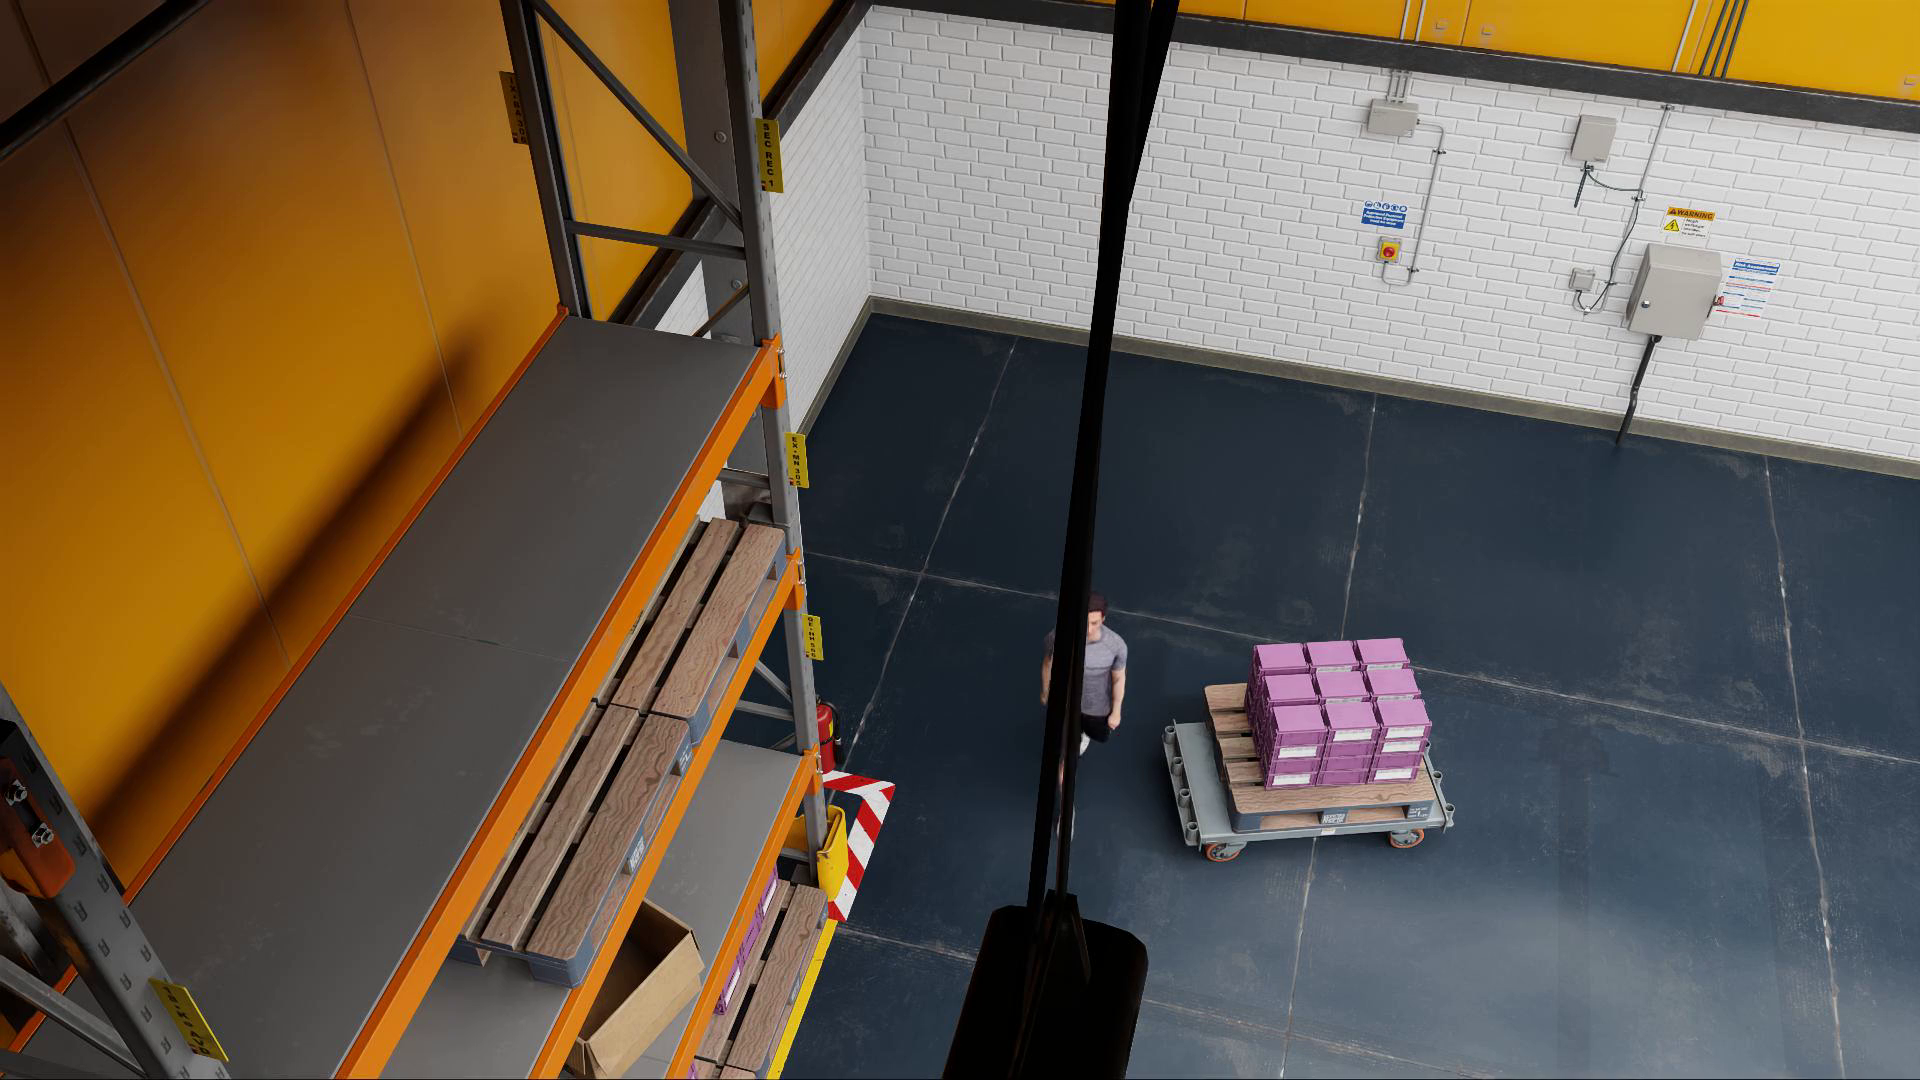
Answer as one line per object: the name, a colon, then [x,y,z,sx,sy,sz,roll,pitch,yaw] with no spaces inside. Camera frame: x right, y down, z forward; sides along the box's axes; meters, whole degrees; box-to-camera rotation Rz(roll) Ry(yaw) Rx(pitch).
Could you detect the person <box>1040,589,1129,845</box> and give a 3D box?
person: [0.756,0.887,10.012,0.769,1.842,1.237,5,44,5]
